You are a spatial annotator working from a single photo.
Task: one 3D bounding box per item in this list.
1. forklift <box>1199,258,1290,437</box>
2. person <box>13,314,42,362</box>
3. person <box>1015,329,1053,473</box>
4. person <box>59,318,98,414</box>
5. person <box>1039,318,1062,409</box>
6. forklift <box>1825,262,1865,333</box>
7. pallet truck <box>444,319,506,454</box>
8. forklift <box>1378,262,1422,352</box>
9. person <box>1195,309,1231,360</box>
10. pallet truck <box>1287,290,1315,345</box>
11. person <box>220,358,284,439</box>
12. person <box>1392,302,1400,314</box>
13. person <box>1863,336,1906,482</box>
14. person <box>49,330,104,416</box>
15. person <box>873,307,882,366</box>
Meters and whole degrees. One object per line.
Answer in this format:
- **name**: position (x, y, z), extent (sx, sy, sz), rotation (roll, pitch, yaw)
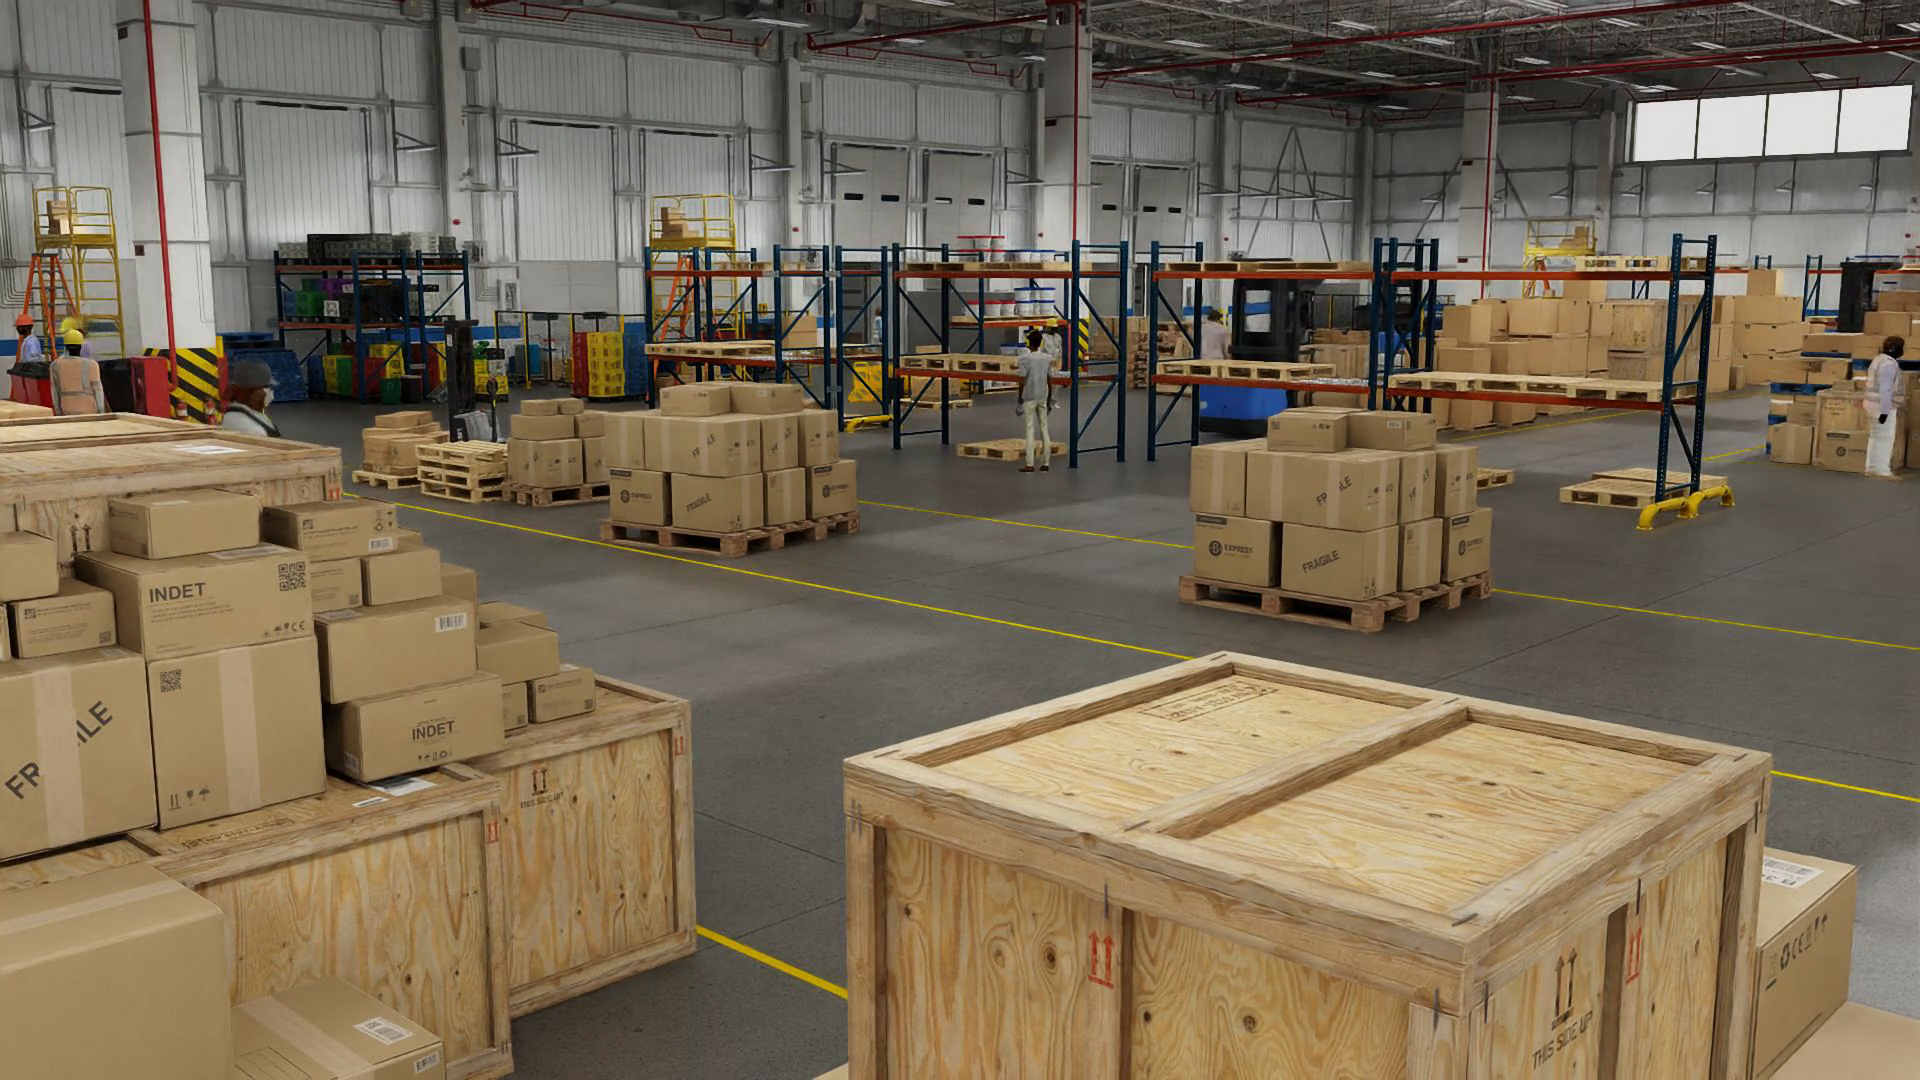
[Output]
- **forklift**: position (4.756, -3.110, 26.610), extent (1.129, 2.768, 1.873), rotation (9, 13, 43)
- **person**: position (-14.800, -2.615, 26.462), extent (0.373, 1.934, 0.551), rotation (-6, 11, -33)
- **person**: position (0.969, -1.800, 21.668), extent (0.518, 1.874, 0.326), rotation (-4, 10, -22)
- **person**: position (-14.000, -2.541, 26.191), extent (1.002, 1.871, 0.598), rotation (-8, 12, -42)
- **person**: position (1.725, -3.330, 31.479), extent (0.486, 1.735, 0.330), rotation (-5, 10, -27)
- **forklift**: position (22.832, -5.741, 42.744), extent (1.873, 2.768, 1.129), rotation (9, 13, 42)
- **pallet truck**: position (-6.981, -1.942, 22.150), extent (1.885, 1.965, 0.823), rotation (1, 9, 9)
- **forklift**: position (10.956, -5.527, 41.433), extent (1.129, 2.768, 1.873), rotation (2, 9, 12)
- **person**: position (4.766, -3.357, 31.120), extent (0.655, 1.904, 0.854), rotation (5, 11, 29)
- **pallet truck**: position (11.297, -6.951, 52.861), extent (1.885, 1.965, 0.823), rotation (-5, 11, -29)
- **person**: position (-5.125, -0.322, 12.087), extent (0.635, 2.000, 0.699), rotation (-2, 10, -14)
- **person**: position (13.254, -6.448, 50.805), extent (0.847, 1.641, 0.592), rotation (-2, 9, -10)
- **person**: position (11.582, -1.642, 20.858), extent (0.434, 1.832, 0.633), rotation (2, 9, 13)
- **person**: position (-10.609, -1.565, 20.041), extent (0.594, 1.930, 0.352), rotation (-1, 9, -4)
- **person**: position (-2.161, -5.387, 44.400), extent (0.320, 1.632, 0.524), rotation (-1, 9, -7)
